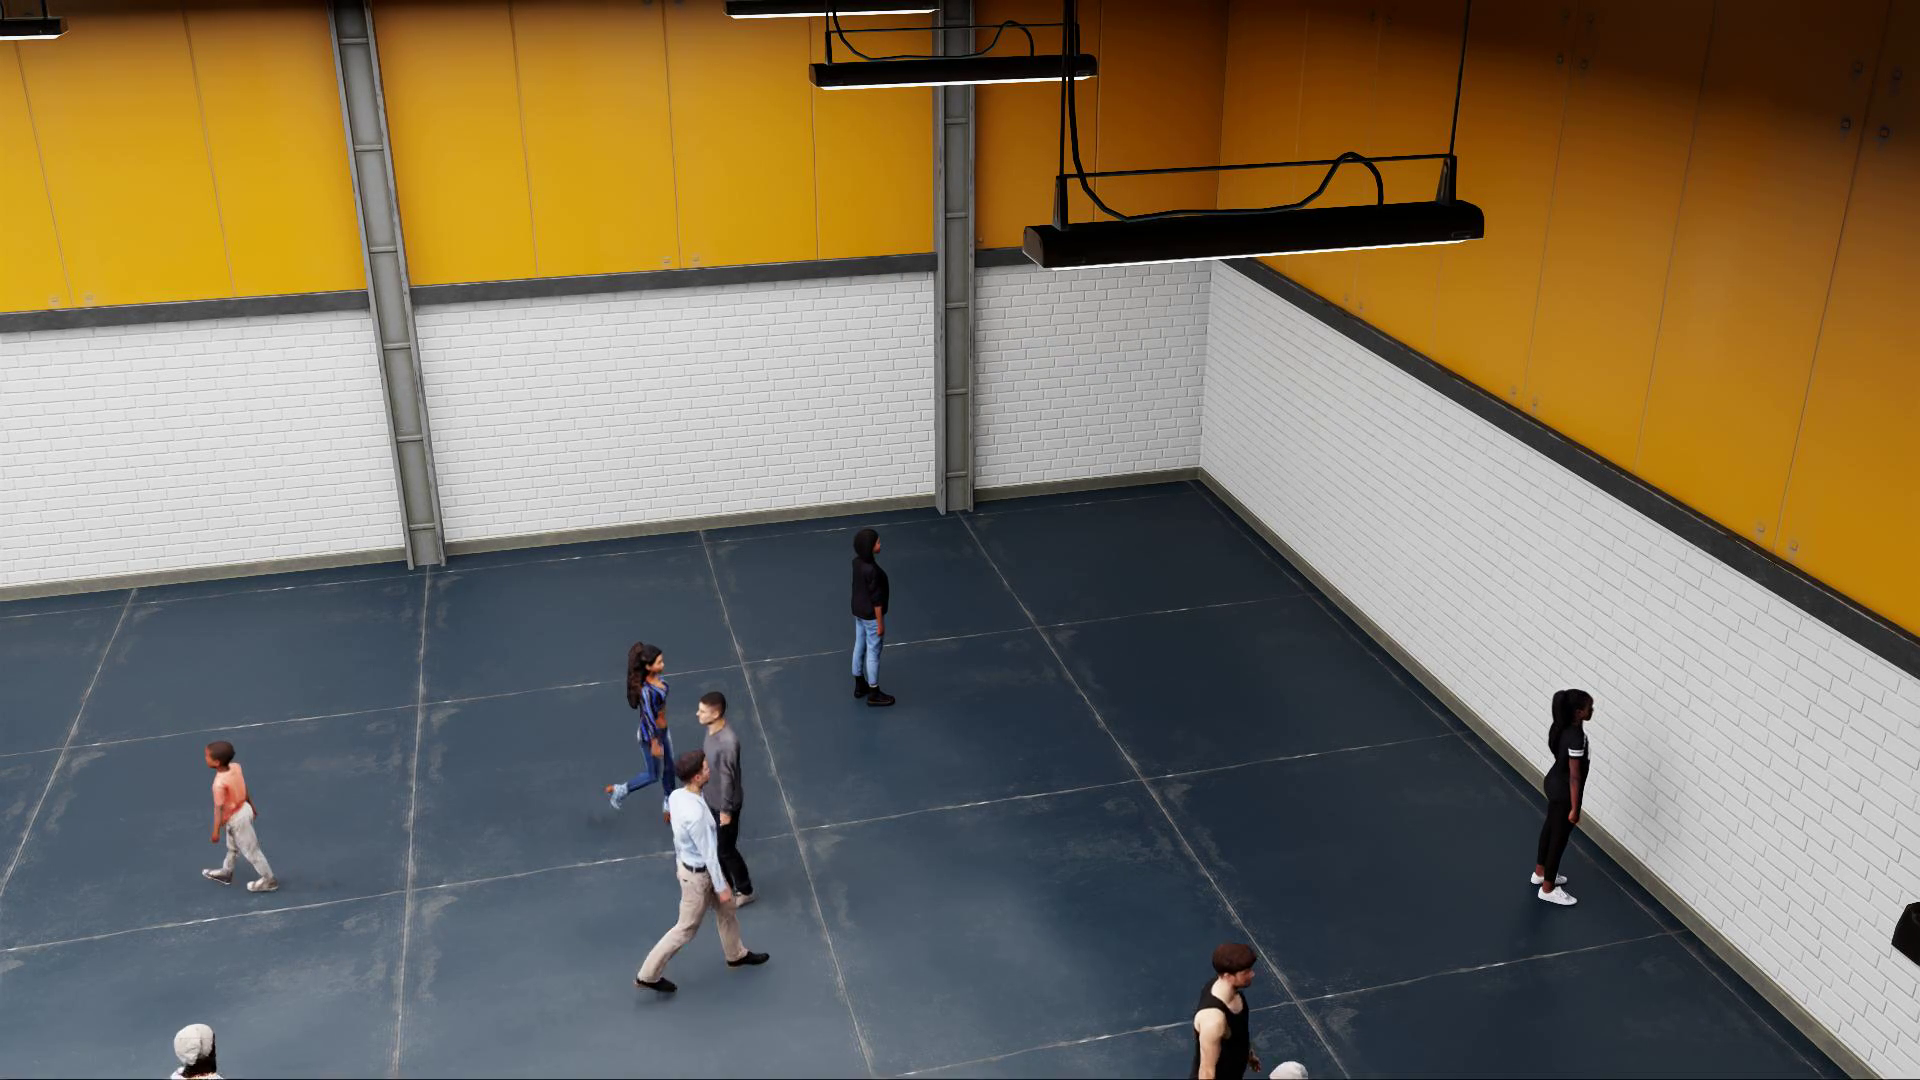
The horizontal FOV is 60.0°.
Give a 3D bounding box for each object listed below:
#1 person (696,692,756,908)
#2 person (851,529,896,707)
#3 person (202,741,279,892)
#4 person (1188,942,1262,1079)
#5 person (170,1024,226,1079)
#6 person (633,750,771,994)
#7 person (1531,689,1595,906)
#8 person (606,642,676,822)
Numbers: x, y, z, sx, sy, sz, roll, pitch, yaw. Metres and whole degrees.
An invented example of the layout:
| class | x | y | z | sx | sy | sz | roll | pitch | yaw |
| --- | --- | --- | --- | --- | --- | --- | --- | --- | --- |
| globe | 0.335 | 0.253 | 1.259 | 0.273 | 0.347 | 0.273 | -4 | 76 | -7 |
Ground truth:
| class | x | y | z | sx | sy | sz | roll | pitch | yaw |
| --- | --- | --- | --- | --- | --- | --- | --- | --- | --- |
| person | -1.725 | 1.918 | 12.281 | 0.684 | 1.758 | 0.691 | -13 | 27 | -27 |
| person | -0.836 | 0.696 | 15.145 | 0.634 | 1.703 | 0.636 | -15 | 28 | -30 |
| person | -5.356 | 2.089 | 12.480 | 0.873 | 1.286 | 0.653 | 1 | 24 | 1 |
| person | 1.396 | 3.073 | 9.535 | 1.288 | 1.842 | 1.059 | 6 | 24 | 13 |
| person | -4.094 | 3.372 | 9.100 | 0.739 | 1.642 | 0.803 | 9 | 25 | 20 |
| person | -1.855 | 2.311 | 11.316 | 1.213 | 1.811 | 0.670 | -8 | 25 | -18 |
| person | 4.509 | 1.884 | 12.395 | 0.704 | 1.730 | 0.695 | 3 | 24 | 6 |
| person | -2.510 | 1.571 | 13.272 | 0.973 | 1.600 | 0.782 | 1 | 24 | 1 |
